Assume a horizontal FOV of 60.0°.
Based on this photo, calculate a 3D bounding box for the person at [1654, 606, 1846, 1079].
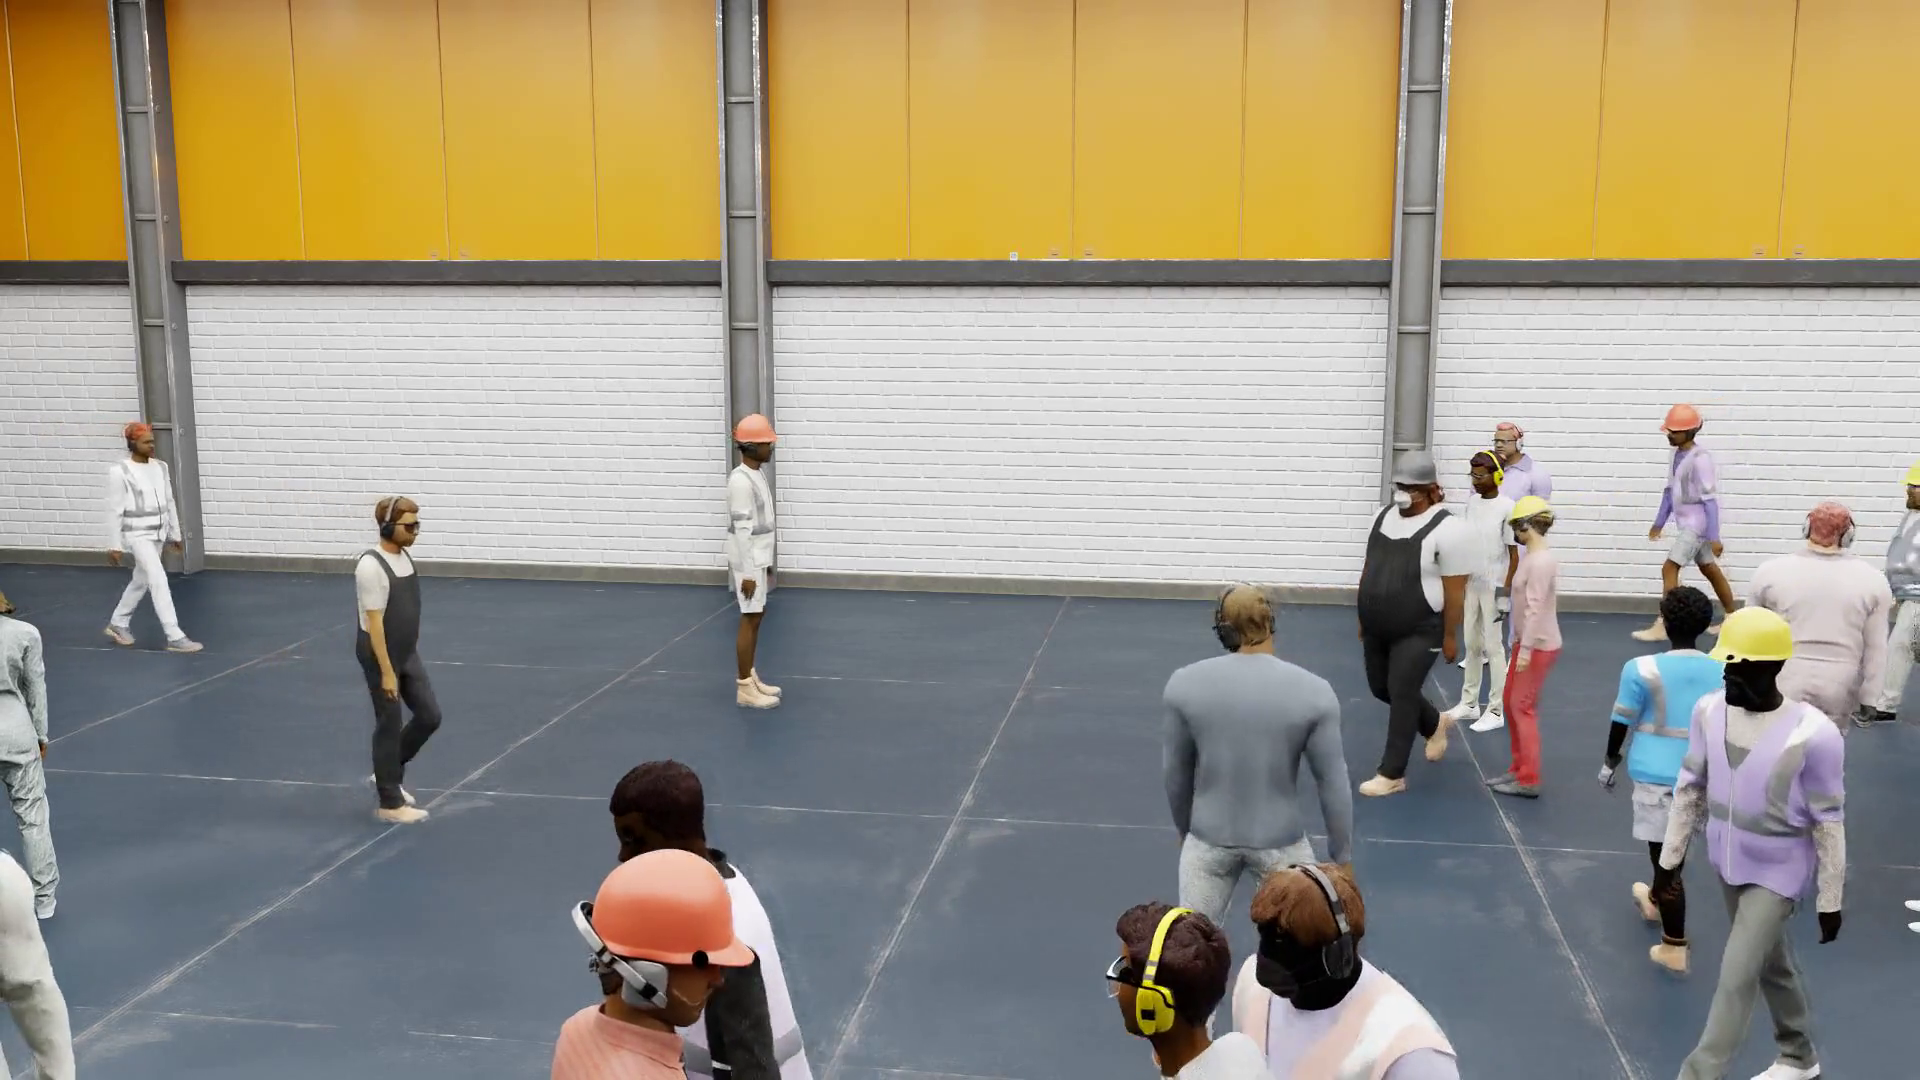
[{"bbox_3d":[2.792,1.153,5.916,1.004,1.866,0.610,-3,10,-20],"label":"person"}]

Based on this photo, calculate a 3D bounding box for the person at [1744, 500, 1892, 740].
[{"bbox_3d":[4.312,0.728,8.488,0.683,1.881,0.640,3,10,17],"label":"person"}]

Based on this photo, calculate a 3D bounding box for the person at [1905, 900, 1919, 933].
[{"bbox_3d":[4.560,0.995,7.612,0.279,1.633,0.500,5,10,28],"label":"person"}]

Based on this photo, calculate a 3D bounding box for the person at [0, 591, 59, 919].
[{"bbox_3d":[-4.469,0.935,7.670,0.484,1.735,0.309,-9,13,-43],"label":"person"}]

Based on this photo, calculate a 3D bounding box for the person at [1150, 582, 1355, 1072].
[{"bbox_3d":[1.159,1.114,6.087,0.853,1.907,0.377,2,10,15],"label":"person"}]

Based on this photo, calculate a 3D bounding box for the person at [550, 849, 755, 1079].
[{"bbox_3d":[-0.566,1.547,3.125,0.392,1.985,0.610,-4,10,-25],"label":"person"}]

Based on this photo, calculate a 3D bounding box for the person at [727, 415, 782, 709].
[{"bbox_3d":[-1.418,0.143,11.604,0.393,2.041,0.636,0,9,1],"label":"person"}]

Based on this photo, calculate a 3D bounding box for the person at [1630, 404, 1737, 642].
[{"bbox_3d":[6.040,-0.126,13.574,0.979,1.972,0.646,2,9,10],"label":"person"}]

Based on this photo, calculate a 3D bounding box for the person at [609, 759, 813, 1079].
[{"bbox_3d":[-0.665,1.456,4.047,0.871,1.864,0.646,-2,10,-14],"label":"person"}]

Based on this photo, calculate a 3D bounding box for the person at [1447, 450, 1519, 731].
[{"bbox_3d":[3.460,0.330,11.006,0.327,1.865,0.521,-4,10,-22],"label":"person"}]

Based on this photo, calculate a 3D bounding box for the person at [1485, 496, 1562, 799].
[{"bbox_3d":[3.294,0.616,9.646,0.366,1.721,0.558,2,9,13],"label":"person"}]

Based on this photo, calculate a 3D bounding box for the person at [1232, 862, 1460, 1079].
[{"bbox_3d":[0.752,1.567,3.633,0.792,1.798,0.650,-4,10,-22],"label":"person"}]

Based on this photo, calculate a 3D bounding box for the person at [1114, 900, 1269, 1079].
[{"bbox_3d":[0.512,1.612,3.283,0.967,1.812,0.505,6,11,34],"label":"person"}]

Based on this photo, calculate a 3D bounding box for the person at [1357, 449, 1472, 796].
[{"bbox_3d":[2.666,0.443,9.766,0.825,2.000,0.690,-5,11,-30],"label":"person"}]

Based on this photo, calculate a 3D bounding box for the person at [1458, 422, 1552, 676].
[{"bbox_3d":[4.084,0.062,12.530,0.641,1.908,0.407,9,13,43],"label":"person"}]

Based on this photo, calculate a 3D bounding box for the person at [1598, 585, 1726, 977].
[{"bbox_3d":[3.121,1.014,7.385,0.552,1.654,0.835,0,9,-1],"label":"person"}]

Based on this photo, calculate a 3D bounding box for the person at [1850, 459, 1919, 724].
[{"bbox_3d":[6.453,0.350,11.072,0.809,1.808,0.599,1,9,9],"label":"person"}]

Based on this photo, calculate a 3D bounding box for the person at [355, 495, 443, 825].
[{"bbox_3d":[-3.076,0.662,9.066,0.399,1.825,0.503,2,9,13],"label":"person"}]

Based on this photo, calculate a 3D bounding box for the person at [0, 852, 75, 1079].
[{"bbox_3d":[-2.606,1.423,4.141,0.684,1.907,0.697,-8,12,-39],"label":"person"}]

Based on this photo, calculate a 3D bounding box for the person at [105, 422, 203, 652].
[{"bbox_3d":[-6.549,-0.030,13.312,0.964,1.844,0.589,2,10,14],"label":"person"}]
